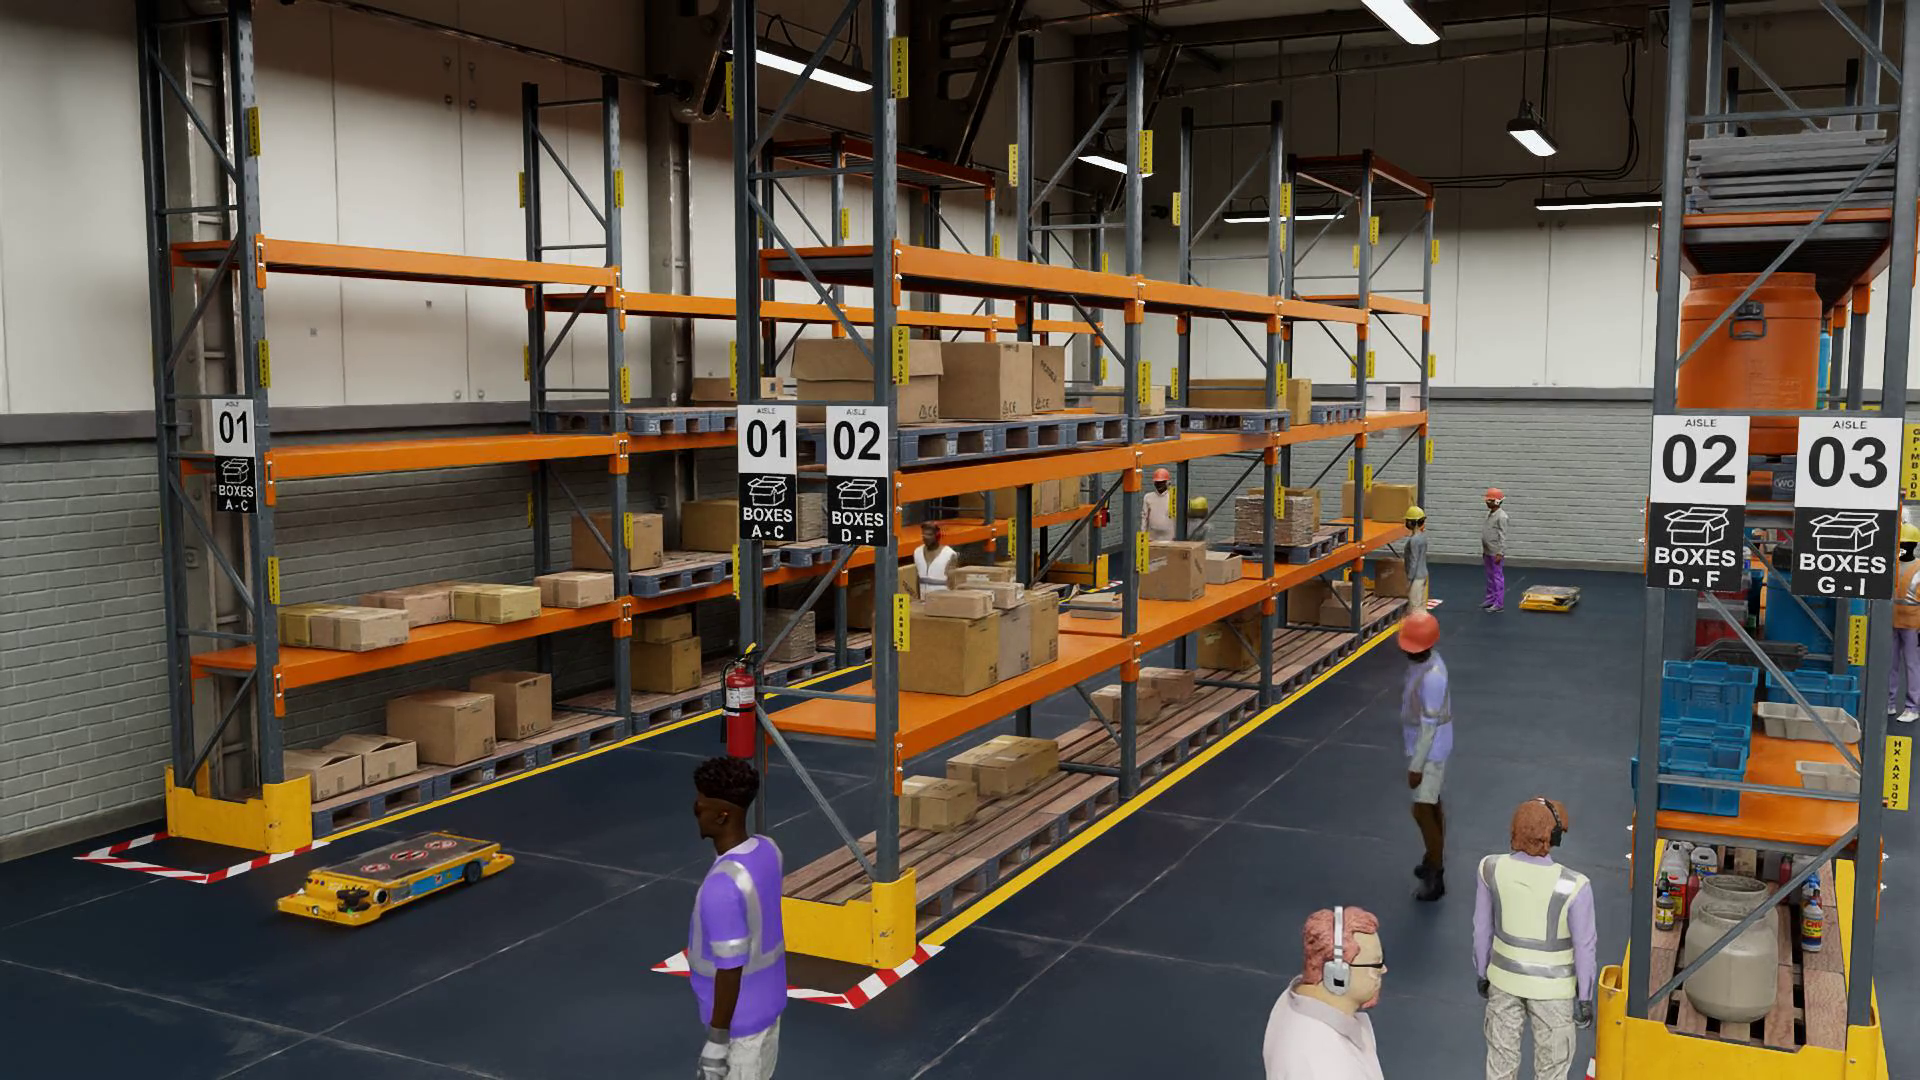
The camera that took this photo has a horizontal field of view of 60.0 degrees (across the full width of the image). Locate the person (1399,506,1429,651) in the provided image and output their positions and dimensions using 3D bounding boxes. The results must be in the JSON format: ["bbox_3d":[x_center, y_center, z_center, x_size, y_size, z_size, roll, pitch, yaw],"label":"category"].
[{"bbox_3d":[5.517,0.474,20.196,0.317,1.769,0.523,3,7,29],"label":"person"}]

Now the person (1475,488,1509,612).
[{"bbox_3d":[7.538,0.138,23.524,0.324,1.752,0.562,-1,6,-7],"label":"person"}]

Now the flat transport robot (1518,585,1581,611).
[{"bbox_3d":[8.508,0.828,23.957,0.652,0.197,1.431,3,7,28],"label":"flat transport robot"}]

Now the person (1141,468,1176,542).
[{"bbox_3d":[2.916,-0.043,24.120,0.622,1.993,0.384,3,6,24],"label":"person"}]

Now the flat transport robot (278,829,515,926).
[{"bbox_3d":[-3.647,2.175,10.856,0.652,0.197,1.431,3,7,26],"label":"flat transport robot"}]

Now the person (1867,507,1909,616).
[{"bbox_3d":[12.746,0.142,23.032,0.654,1.846,0.606,5,8,39],"label":"person"}]

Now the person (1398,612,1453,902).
[{"bbox_3d":[3.023,1.377,10.900,0.378,1.889,0.712,1,6,10],"label":"person"}]

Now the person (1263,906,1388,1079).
[{"bbox_3d":[1.085,1.988,4.803,0.409,1.906,0.651,0,6,3],"label":"person"}]

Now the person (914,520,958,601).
[{"bbox_3d":[-0.264,0.696,17.788,0.576,1.824,0.520,4,7,35],"label":"person"}]

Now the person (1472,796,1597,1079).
[{"bbox_3d":[2.413,1.893,7.008,0.523,1.639,0.306,5,8,42],"label":"person"}]

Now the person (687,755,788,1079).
[{"bbox_3d":[-0.858,1.795,6.389,0.370,1.967,0.602,1,6,10],"label":"person"}]
